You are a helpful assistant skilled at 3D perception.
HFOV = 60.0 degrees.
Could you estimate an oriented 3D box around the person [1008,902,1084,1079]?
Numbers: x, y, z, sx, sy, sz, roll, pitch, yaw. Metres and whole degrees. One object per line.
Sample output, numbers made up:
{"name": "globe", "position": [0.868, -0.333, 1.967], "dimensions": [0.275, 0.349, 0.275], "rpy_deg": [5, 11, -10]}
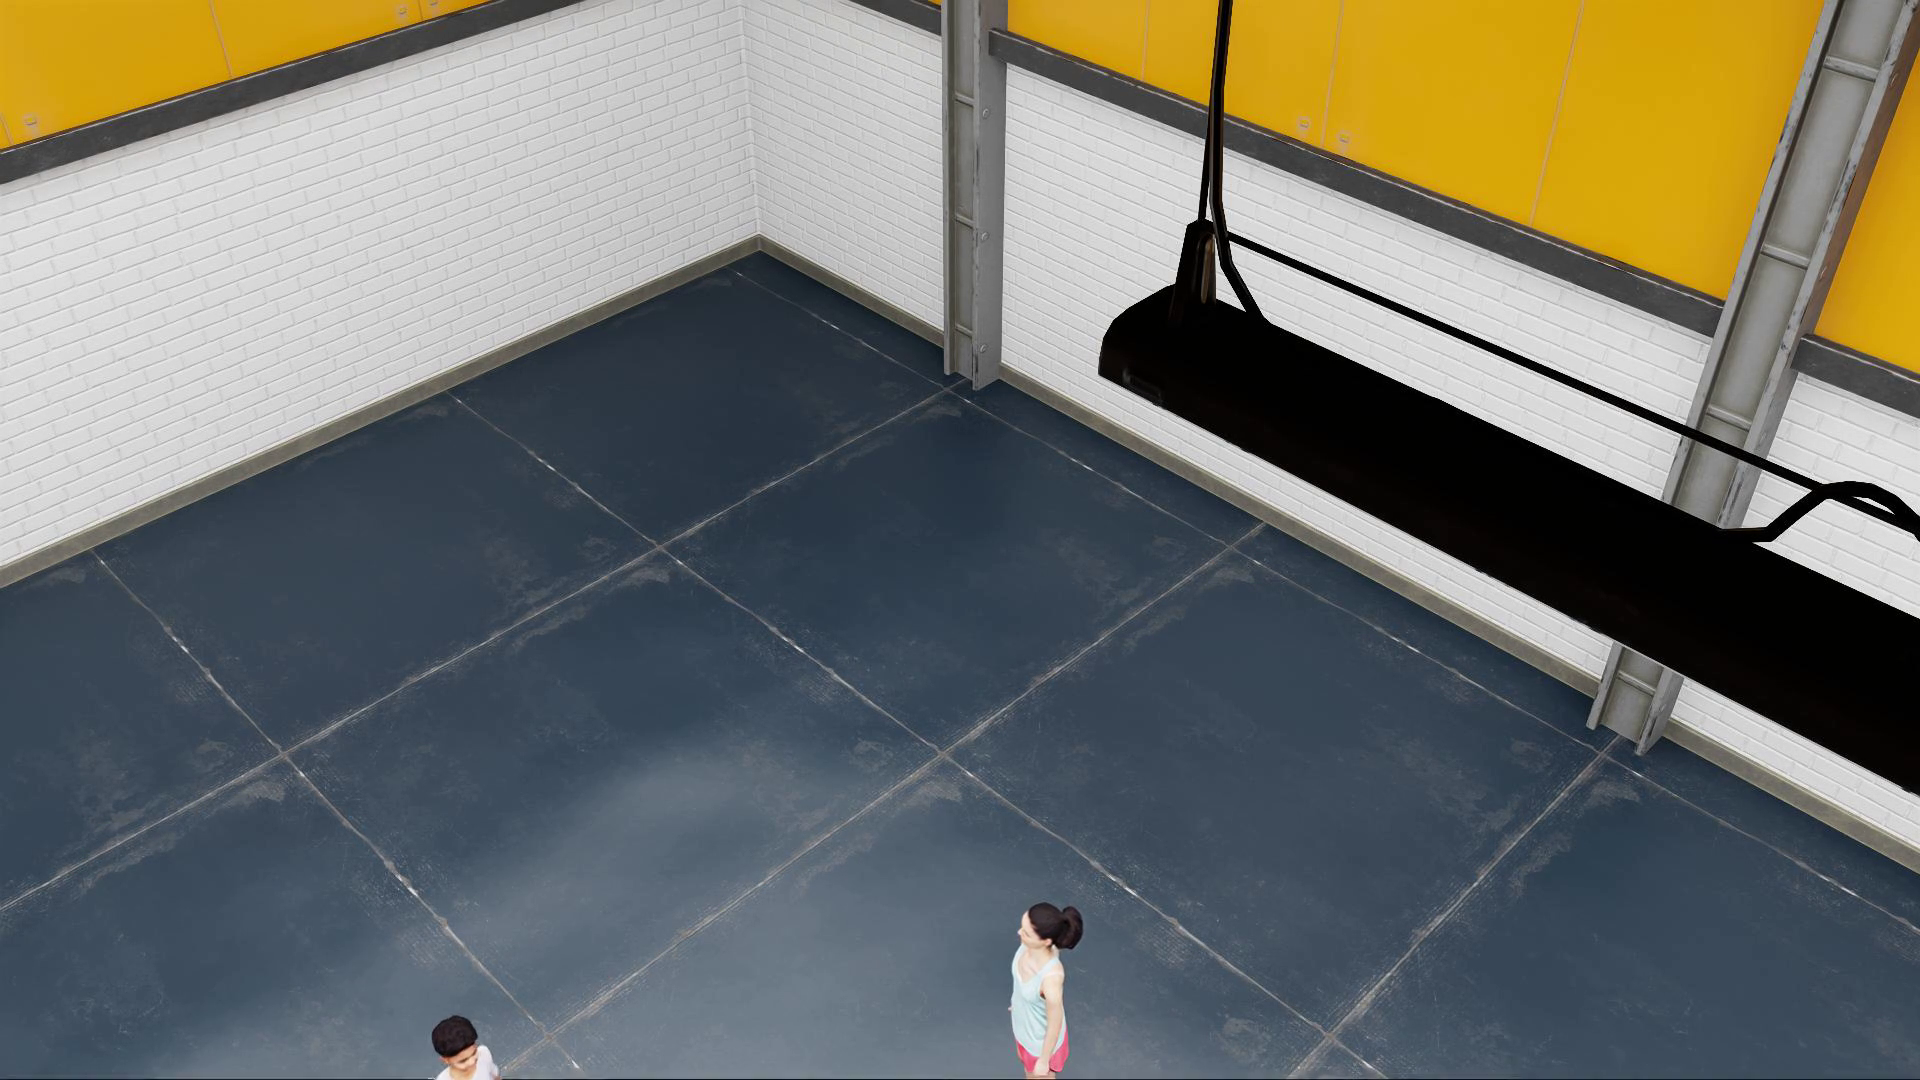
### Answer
{"name": "person", "position": [0.369, 2.360, 8.046], "dimensions": [0.755, 1.765, 0.659], "rpy_deg": [-10, 40, -12]}

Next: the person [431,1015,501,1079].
{"name": "person", "position": [-2.374, 2.713, 8.015], "dimensions": [0.707, 1.251, 0.487], "rpy_deg": [32, 48, 33]}
